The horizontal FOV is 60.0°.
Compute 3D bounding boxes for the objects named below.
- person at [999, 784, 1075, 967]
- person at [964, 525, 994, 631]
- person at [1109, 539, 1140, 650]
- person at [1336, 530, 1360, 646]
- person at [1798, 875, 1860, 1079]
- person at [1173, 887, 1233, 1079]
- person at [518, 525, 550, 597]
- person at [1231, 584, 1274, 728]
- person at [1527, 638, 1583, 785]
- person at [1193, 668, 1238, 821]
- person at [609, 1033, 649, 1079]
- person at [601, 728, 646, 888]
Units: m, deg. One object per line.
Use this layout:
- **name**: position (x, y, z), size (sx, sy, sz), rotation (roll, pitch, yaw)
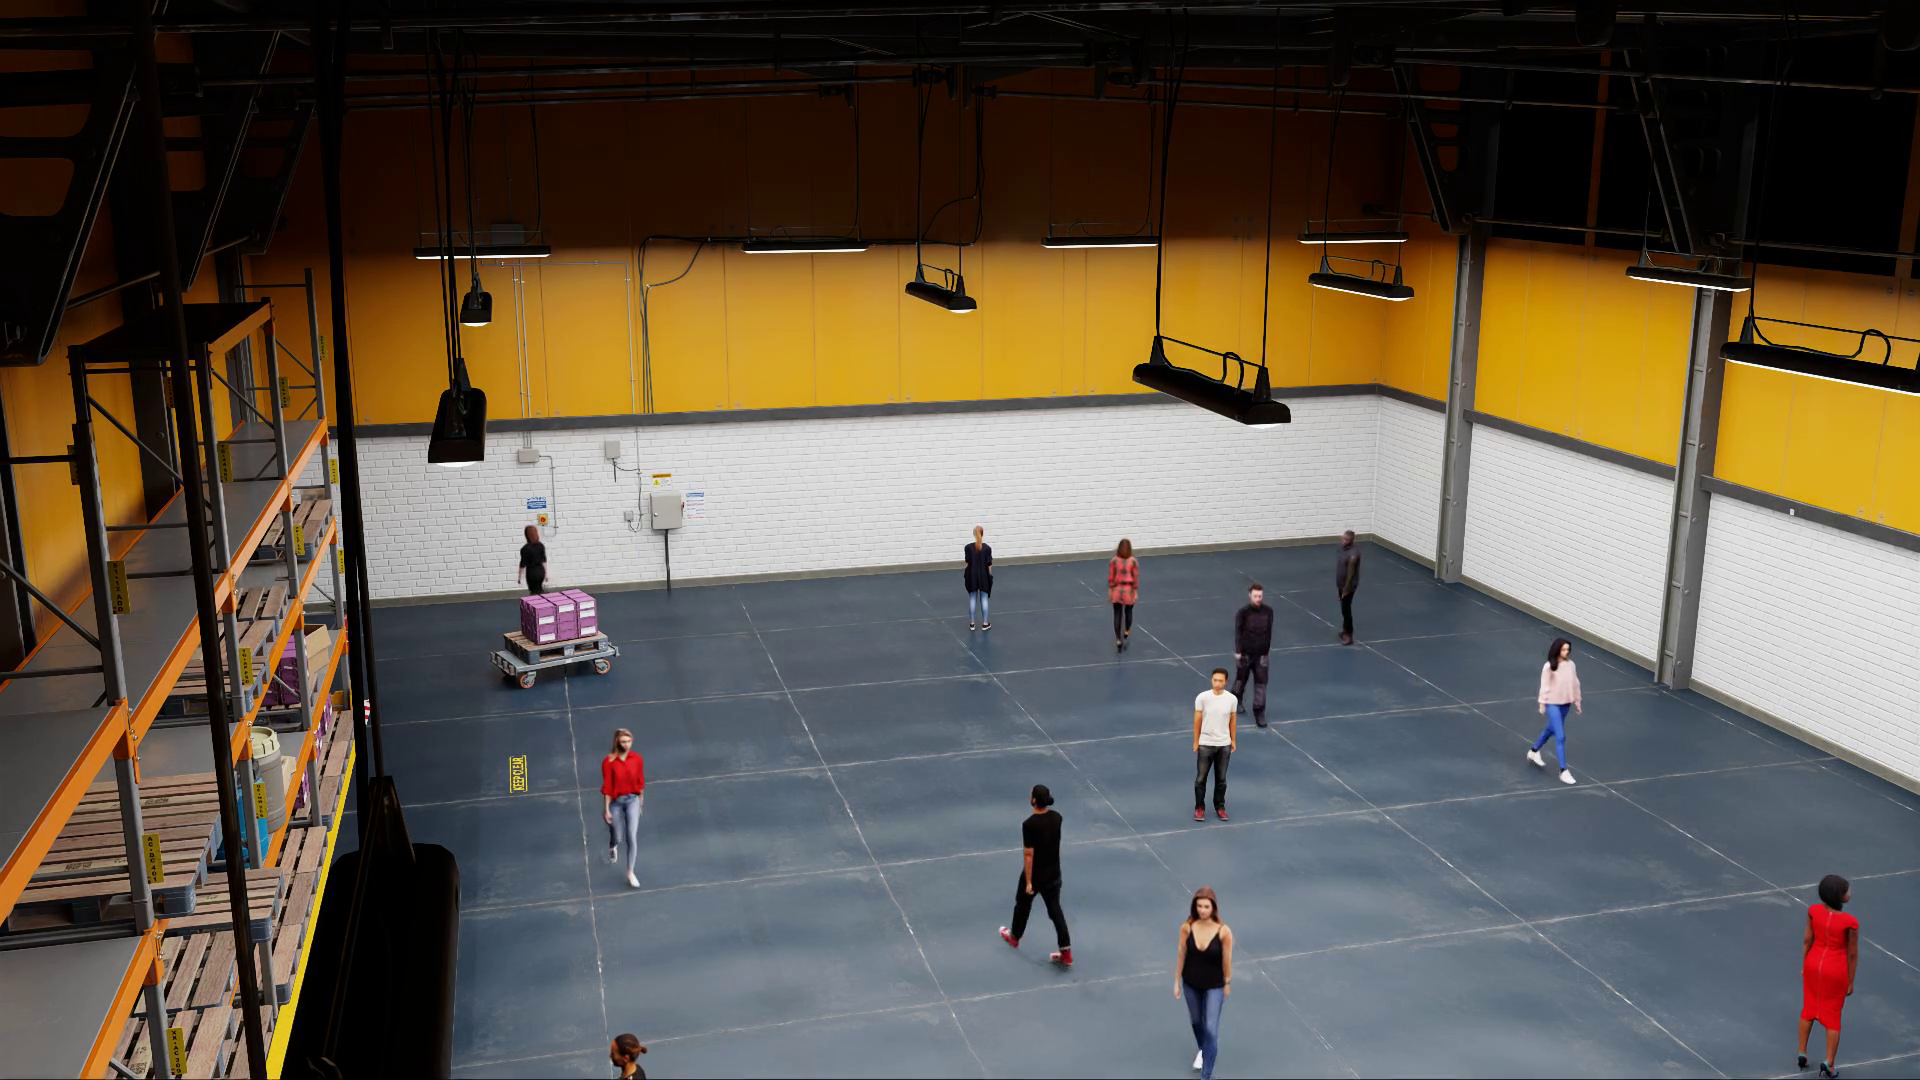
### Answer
- **person**: position (0.824, 3.168, 15.557), size (0.952, 1.713, 1.235), rotation (-10, 17, -37)
- **person**: position (0.290, 0.589, 26.270), size (0.709, 1.685, 0.701), rotation (2, 14, 9)
- **person**: position (2.461, 0.848, 25.260), size (0.939, 1.657, 1.164), rotation (3, 14, 11)
- **person**: position (5.956, 0.690, 25.579), size (0.934, 1.814, 0.618), rotation (2, 14, 9)
- **person**: position (7.149, 3.595, 13.732), size (0.694, 1.743, 0.571), rotation (-11, 17, -38)
- **person**: position (2.027, 3.630, 13.713), size (0.973, 1.683, 1.086), rotation (6, 15, 22)
- **person**: position (-6.615, 0.628, 26.134), size (1.090, 1.673, 0.973), rotation (10, 17, 36)
- **person**: position (3.869, 1.489, 22.144), size (0.823, 1.878, 1.229), rotation (-1, 14, -5)
- **person**: position (7.224, 2.023, 20.269), size (0.716, 1.722, 1.155), rotation (-5, 14, -19)
- **person**: position (2.898, 2.304, 18.946), size (0.690, 1.798, 0.610), rotation (-1, 14, -3)
- **person**: position (-2.240, 4.174, 11.498), size (0.655, 1.668, 0.472), rotation (-2, 14, -9)
- **person**: position (-3.532, 2.749, 17.328), size (0.744, 1.695, 0.944), rotation (-7, 15, -28)
